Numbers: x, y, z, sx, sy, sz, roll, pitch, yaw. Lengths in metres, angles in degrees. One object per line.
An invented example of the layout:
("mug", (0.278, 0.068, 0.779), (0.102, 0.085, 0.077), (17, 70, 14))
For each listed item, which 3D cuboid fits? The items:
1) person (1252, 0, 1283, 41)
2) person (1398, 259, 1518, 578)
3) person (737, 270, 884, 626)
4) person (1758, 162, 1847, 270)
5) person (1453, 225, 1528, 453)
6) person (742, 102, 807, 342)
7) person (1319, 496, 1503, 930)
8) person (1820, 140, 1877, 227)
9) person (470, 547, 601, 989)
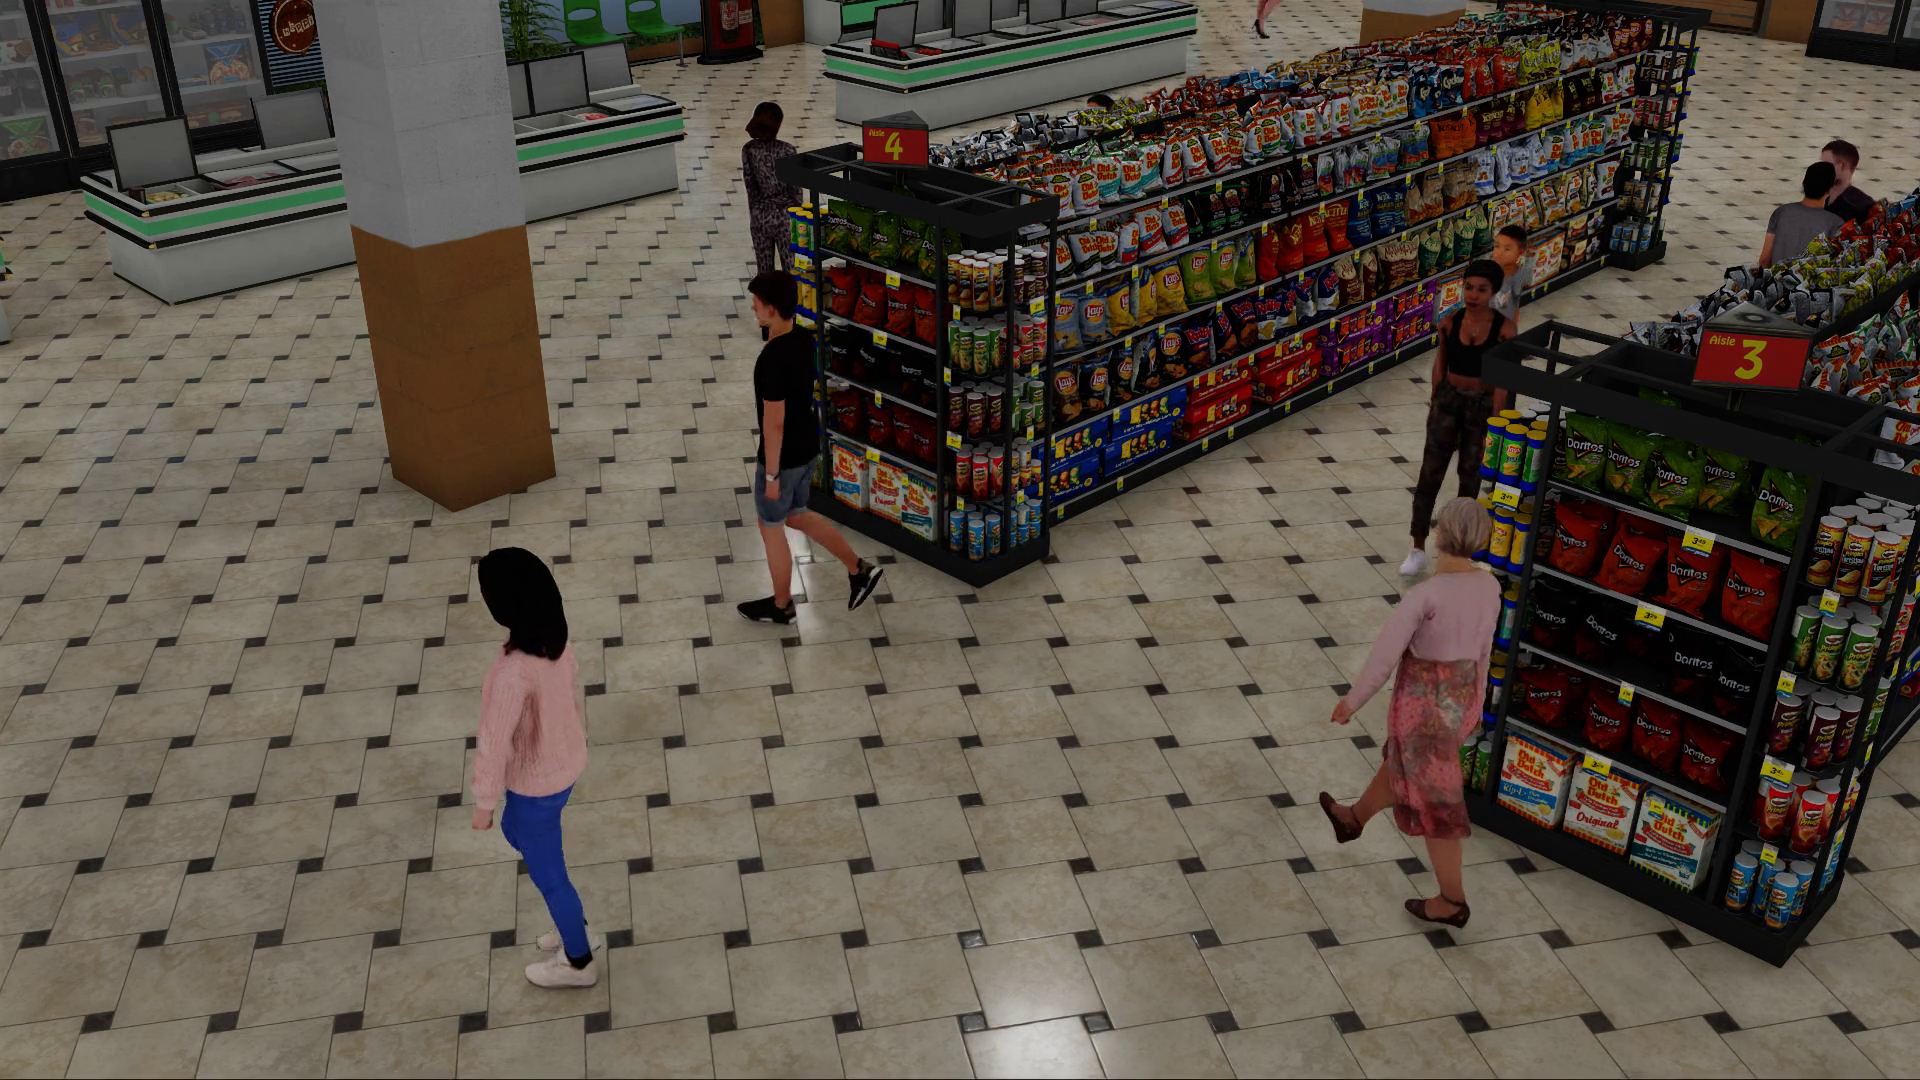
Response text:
("person", (4.062, -7.600, 22.312), (0.770, 1.735, 0.725), (-9, 28, -17))
("person", (2.681, -0.670, 8.719), (0.738, 1.671, 0.981), (14, 30, 25))
("person", (-0.735, -0.404, 8.016), (1.010, 1.832, 1.040), (7, 28, 13))
("person", (5.065, -1.439, 10.144), (0.621, 1.754, 0.521), (23, 35, 38))
("person", (3.323, -1.299, 10.234), (1.066, 1.422, 0.710), (-16, 31, -28))
("person", (-1.312, -2.245, 11.777), (0.676, 1.714, 0.710), (7, 28, 13))
("person", (1.789, 0.693, 6.060), (1.023, 1.645, 0.804), (-19, 33, -33))
("person", (5.347, -1.551, 10.296), (0.838, 1.816, 0.928), (-20, 33, -34))
("person", (-1.355, 0.832, 5.659), (0.821, 1.759, 0.738), (4, 27, 7))
